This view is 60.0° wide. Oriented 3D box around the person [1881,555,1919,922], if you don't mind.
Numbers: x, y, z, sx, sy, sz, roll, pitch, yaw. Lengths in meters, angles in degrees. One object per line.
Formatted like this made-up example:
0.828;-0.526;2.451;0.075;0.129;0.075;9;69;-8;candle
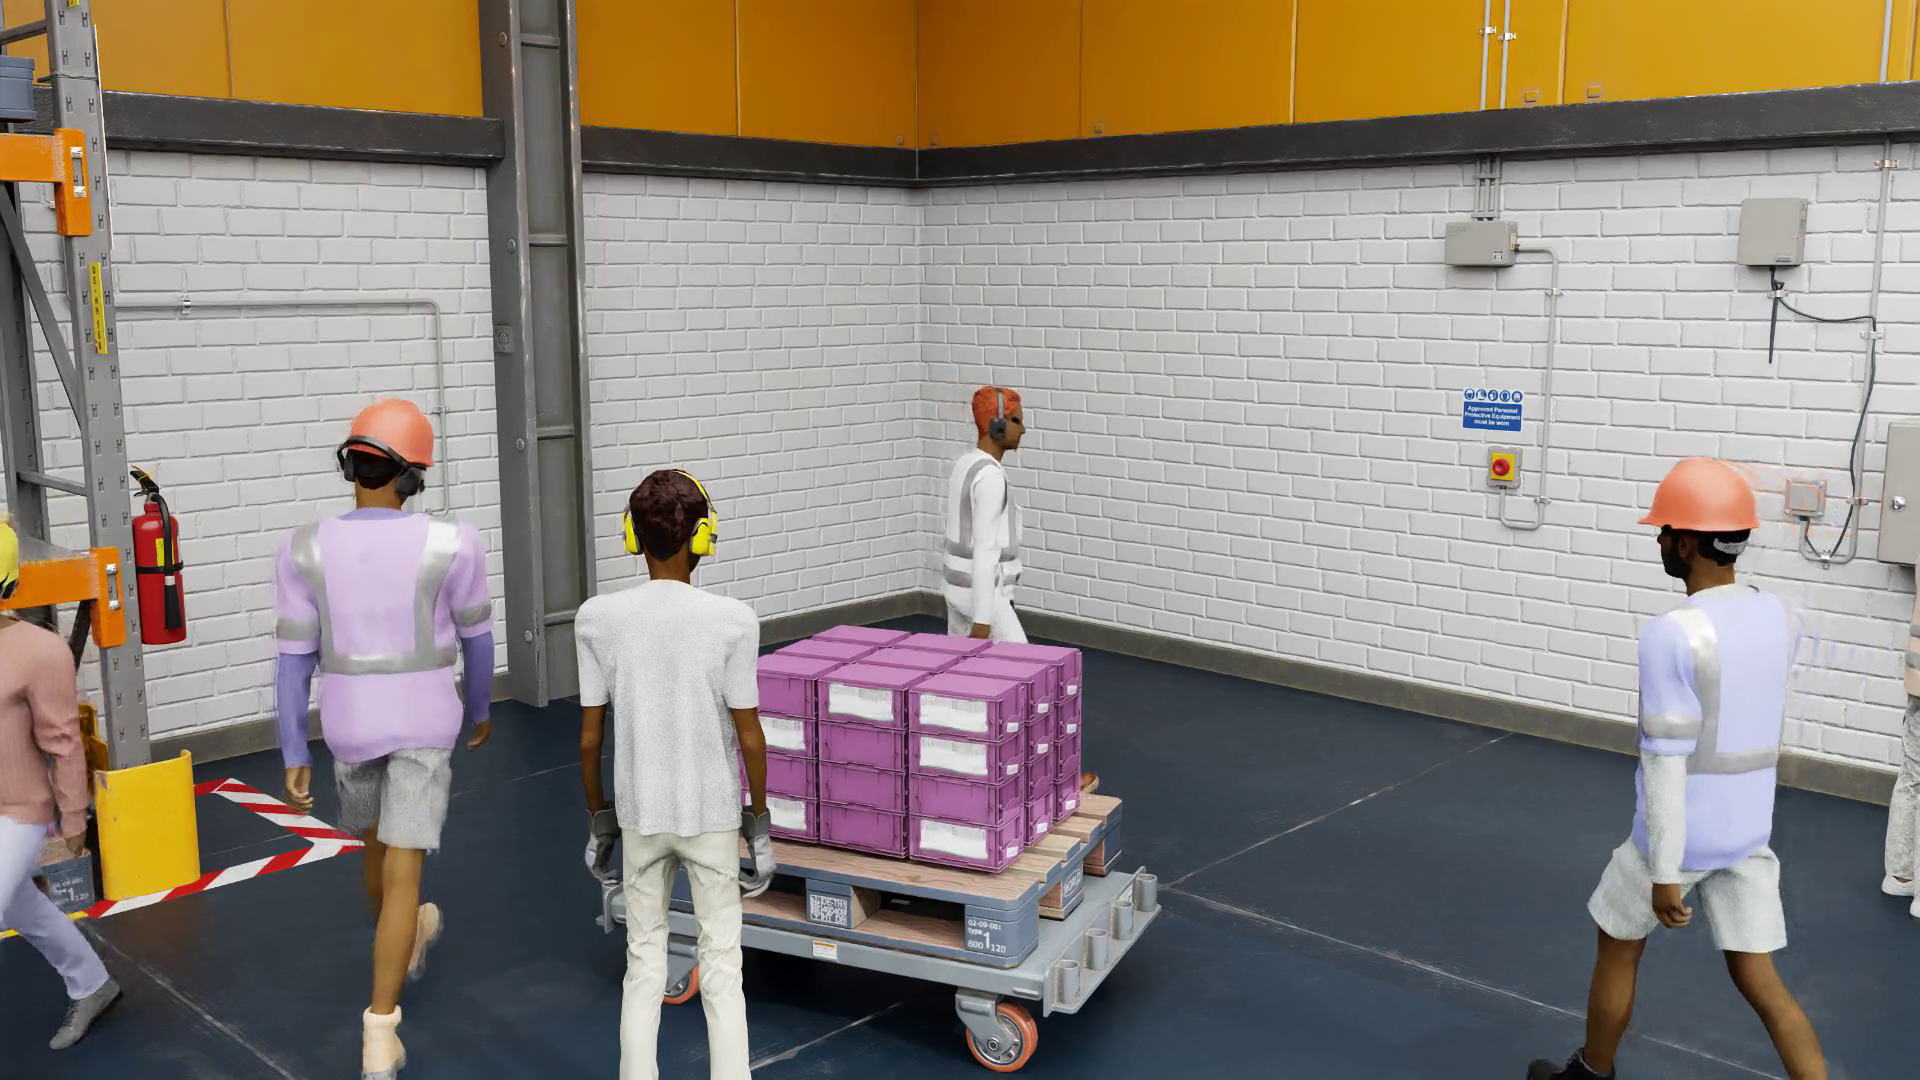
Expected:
3.596;0.571;6.038;0.310;1.638;0.523;1;9;9;person

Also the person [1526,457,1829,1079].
1.954;0.735;4.281;0.549;1.899;0.979;-4;10;-24;person

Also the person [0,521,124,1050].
-2.733;0.753;4.722;0.551;1.707;0.898;2;9;12;person

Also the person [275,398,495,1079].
-1.735;0.563;5.094;0.600;1.978;1.078;0;9;-3;person

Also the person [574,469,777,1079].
-0.724;0.742;4.306;0.512;1.865;0.329;1;9;6;person

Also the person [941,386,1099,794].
0.225;0.256;7.296;0.884;1.850;0.600;-2;9;-12;person
